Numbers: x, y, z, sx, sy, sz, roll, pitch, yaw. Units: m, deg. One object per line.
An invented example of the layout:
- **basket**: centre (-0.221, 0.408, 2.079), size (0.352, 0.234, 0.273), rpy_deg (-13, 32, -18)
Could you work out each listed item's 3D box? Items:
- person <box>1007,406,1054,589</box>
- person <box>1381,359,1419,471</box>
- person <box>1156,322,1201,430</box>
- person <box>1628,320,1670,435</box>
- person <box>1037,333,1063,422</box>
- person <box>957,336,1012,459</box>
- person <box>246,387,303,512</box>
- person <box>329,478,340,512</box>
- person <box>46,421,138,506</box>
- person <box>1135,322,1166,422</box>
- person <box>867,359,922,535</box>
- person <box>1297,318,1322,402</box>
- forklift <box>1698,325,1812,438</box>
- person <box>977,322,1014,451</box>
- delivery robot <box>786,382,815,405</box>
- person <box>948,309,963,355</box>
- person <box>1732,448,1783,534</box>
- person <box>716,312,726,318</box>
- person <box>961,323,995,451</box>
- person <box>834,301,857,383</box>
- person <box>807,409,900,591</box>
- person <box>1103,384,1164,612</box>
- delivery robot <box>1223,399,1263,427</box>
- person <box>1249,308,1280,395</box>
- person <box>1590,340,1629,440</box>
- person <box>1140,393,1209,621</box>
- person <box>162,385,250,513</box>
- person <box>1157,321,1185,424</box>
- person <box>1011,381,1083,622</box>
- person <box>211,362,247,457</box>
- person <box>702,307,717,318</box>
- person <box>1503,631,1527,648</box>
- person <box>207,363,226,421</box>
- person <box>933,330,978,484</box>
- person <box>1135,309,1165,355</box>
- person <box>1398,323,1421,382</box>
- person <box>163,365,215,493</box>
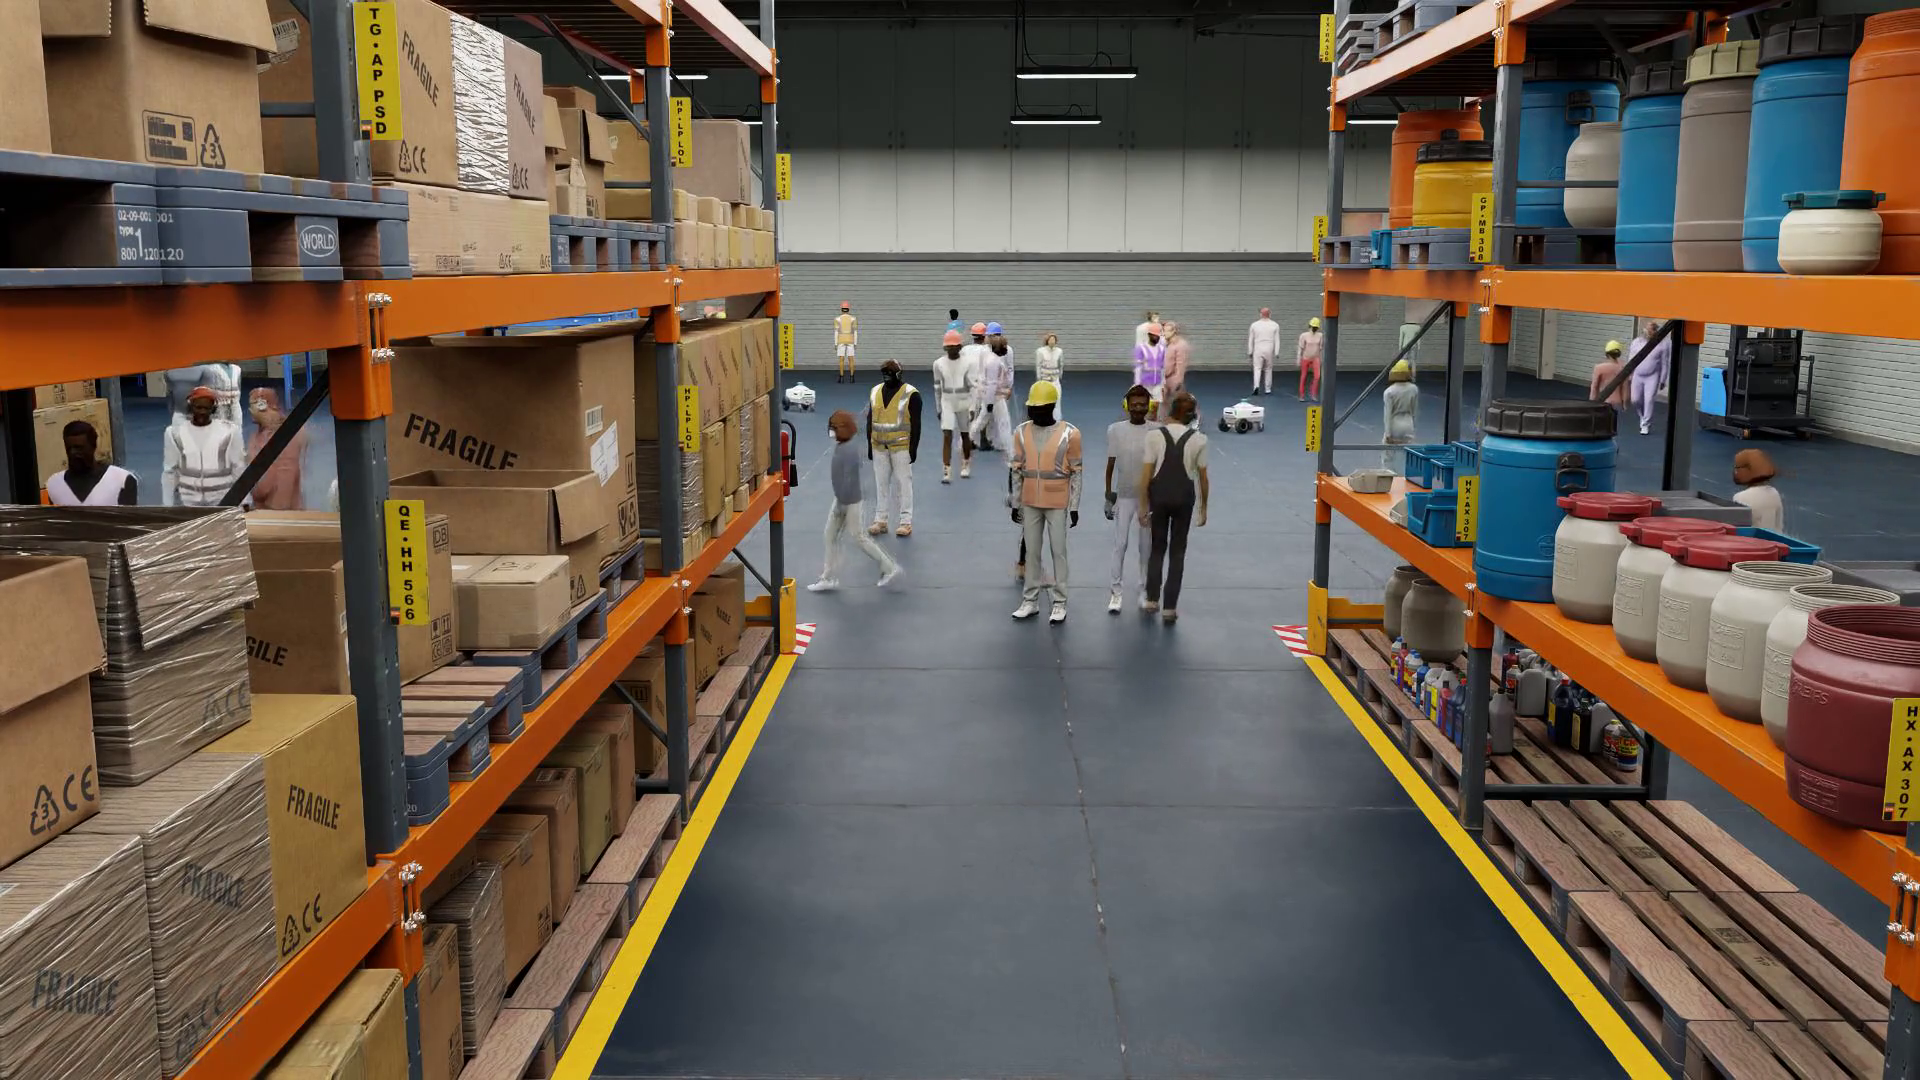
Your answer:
- **person**: centre (0.715, -0.413, 14.628), size (0.544, 1.662, 0.745), rpy_deg (-8, 13, -41)
- **person**: centre (5.305, -1.315, 19.904), size (0.489, 1.712, 0.797), rpy_deg (-3, 10, -15)
- **person**: centre (3.576, -2.682, 27.629), size (0.872, 1.873, 0.641), rpy_deg (-6, 11, -30)
- **person**: centre (11.511, -2.729, 27.828), size (0.653, 1.892, 0.636), rpy_deg (8, 12, 39)
- **person**: centre (1.587, -2.794, 29.075), size (0.529, 1.611, 0.759), rpy_deg (-3, 10, -15)
- **person**: centre (0.428, -2.066, 24.198), size (0.939, 1.797, 0.652), rpy_deg (-1, 10, -6)
- **person**: centre (-5.487, -0.306, 13.450), size (0.650, 1.866, 0.892), rpy_deg (7, 12, 36)
- **person**: centre (-3.449, 0.241, 9.921), size (0.626, 1.935, 0.553), rpy_deg (2, 10, 12)
- **person**: centre (-5.484, 0.161, 10.623), size (0.609, 1.872, 1.021), rpy_deg (0, 9, -2)
- **person**: centre (3.000, -2.505, 26.423), size (0.555, 1.912, 0.567), rpy_deg (-5, 10, -25)
- **person**: centre (-0.714, -0.977, 17.497), size (0.625, 1.844, 0.429), rpy_deg (5, 11, 25)
- **person**: centre (7.186, -3.671, 33.982), size (0.638, 1.716, 0.740), rpy_deg (-1, 10, -7)
- **forklift**: centre (13.248, -3.165, 27.620), size (1.129, 2.768, 1.873), rpy_deg (0, 9, 1)
- **person**: centre (0.538, -2.337, 25.318), size (0.606, 1.947, 0.406), rpy_deg (7, 12, 37)
- **delivery robot**: centre (-3.082, -2.803, 32.126), size (0.477, 0.478, 0.707), rpy_deg (-6, 11, -31)
- **person**: centre (-0.130, -4.902, 41.440), size (0.318, 1.696, 0.532), rpy_deg (6, 11, 31)
- **person**: centre (5.471, 0.180, 11.311), size (0.517, 1.599, 0.782), rpy_deg (-7, 12, -37)
- **person**: centre (-4.669, -3.586, 33.042), size (0.600, 1.878, 0.968), rpy_deg (-2, 10, -11)
- **person**: centre (0.282, -2.340, 25.368), size (0.548, 1.937, 0.358), rpy_deg (6, 11, 33)
- **person**: centre (-2.722, -4.708, 39.552), size (0.551, 1.936, 0.356), rpy_deg (-2, 10, -12)
- **person**: centre (-0.913, -0.344, 14.433), size (0.744, 1.602, 0.520), rpy_deg (-3, 10, -20)
- **person**: centre (1.443, -0.343, 13.624), size (0.535, 1.864, 0.309), rpy_deg (0, 9, -3)
- **delivery robot**: centre (4.804, -2.144, 28.177), size (0.707, 0.478, 0.477), rpy_deg (-7, 12, -35)
- **person**: centre (6.597, -4.097, 36.075), size (0.661, 1.881, 0.849), rpy_deg (2, 10, 13)
- **person**: centre (9.244, -1.954, 23.608), size (0.520, 1.753, 0.625), rpy_deg (-1, 10, -4)
- **person**: centre (1.724, -0.266, 13.333), size (0.524, 1.803, 0.541), rpy_deg (2, 10, 12)
- **person**: centre (-6.157, -0.335, 13.575), size (0.671, 1.865, 0.465), rpy_deg (-3, 10, -15)
- **person**: centre (3.665, -2.937, 29.245), size (0.564, 1.837, 0.397), rpy_deg (4, 10, 21)
- **person**: centre (0.674, -0.309, 13.240), size (0.594, 1.922, 0.379), rpy_deg (5, 11, 26)
- **person**: centre (-10.941, -2.056, 24.678), size (0.751, 1.609, 0.527), rpy_deg (7, 12, 35)
- **person**: centre (-5.172, -3.808, 34.167), size (1.019, 1.932, 0.625), rpy_deg (-1, 10, -6)
- **person**: centre (4.060, -0.143, 12.642), size (0.605, 1.800, 0.890), rpy_deg (-7, 12, -37)
- **person**: centre (-13.102, -2.764, 28.851), size (0.672, 1.612, 0.546), rpy_deg (-2, 10, -13)
- **person**: centre (-0.046, -1.763, 21.822), size (0.615, 1.987, 1.079), rpy_deg (2, 10, 9)
- **person**: centre (3.841, -3.604, 32.982), size (0.663, 1.920, 0.591), rpy_deg (-5, 11, -26)
- **person**: centre (10.737, -4.585, 39.726), size (0.507, 1.631, 0.266), rpy_deg (1, 10, 8)
- **person**: centre (-9.713, -1.595, 21.053), size (0.643, 1.897, 1.007), rpy_deg (-1, 9, -3)
